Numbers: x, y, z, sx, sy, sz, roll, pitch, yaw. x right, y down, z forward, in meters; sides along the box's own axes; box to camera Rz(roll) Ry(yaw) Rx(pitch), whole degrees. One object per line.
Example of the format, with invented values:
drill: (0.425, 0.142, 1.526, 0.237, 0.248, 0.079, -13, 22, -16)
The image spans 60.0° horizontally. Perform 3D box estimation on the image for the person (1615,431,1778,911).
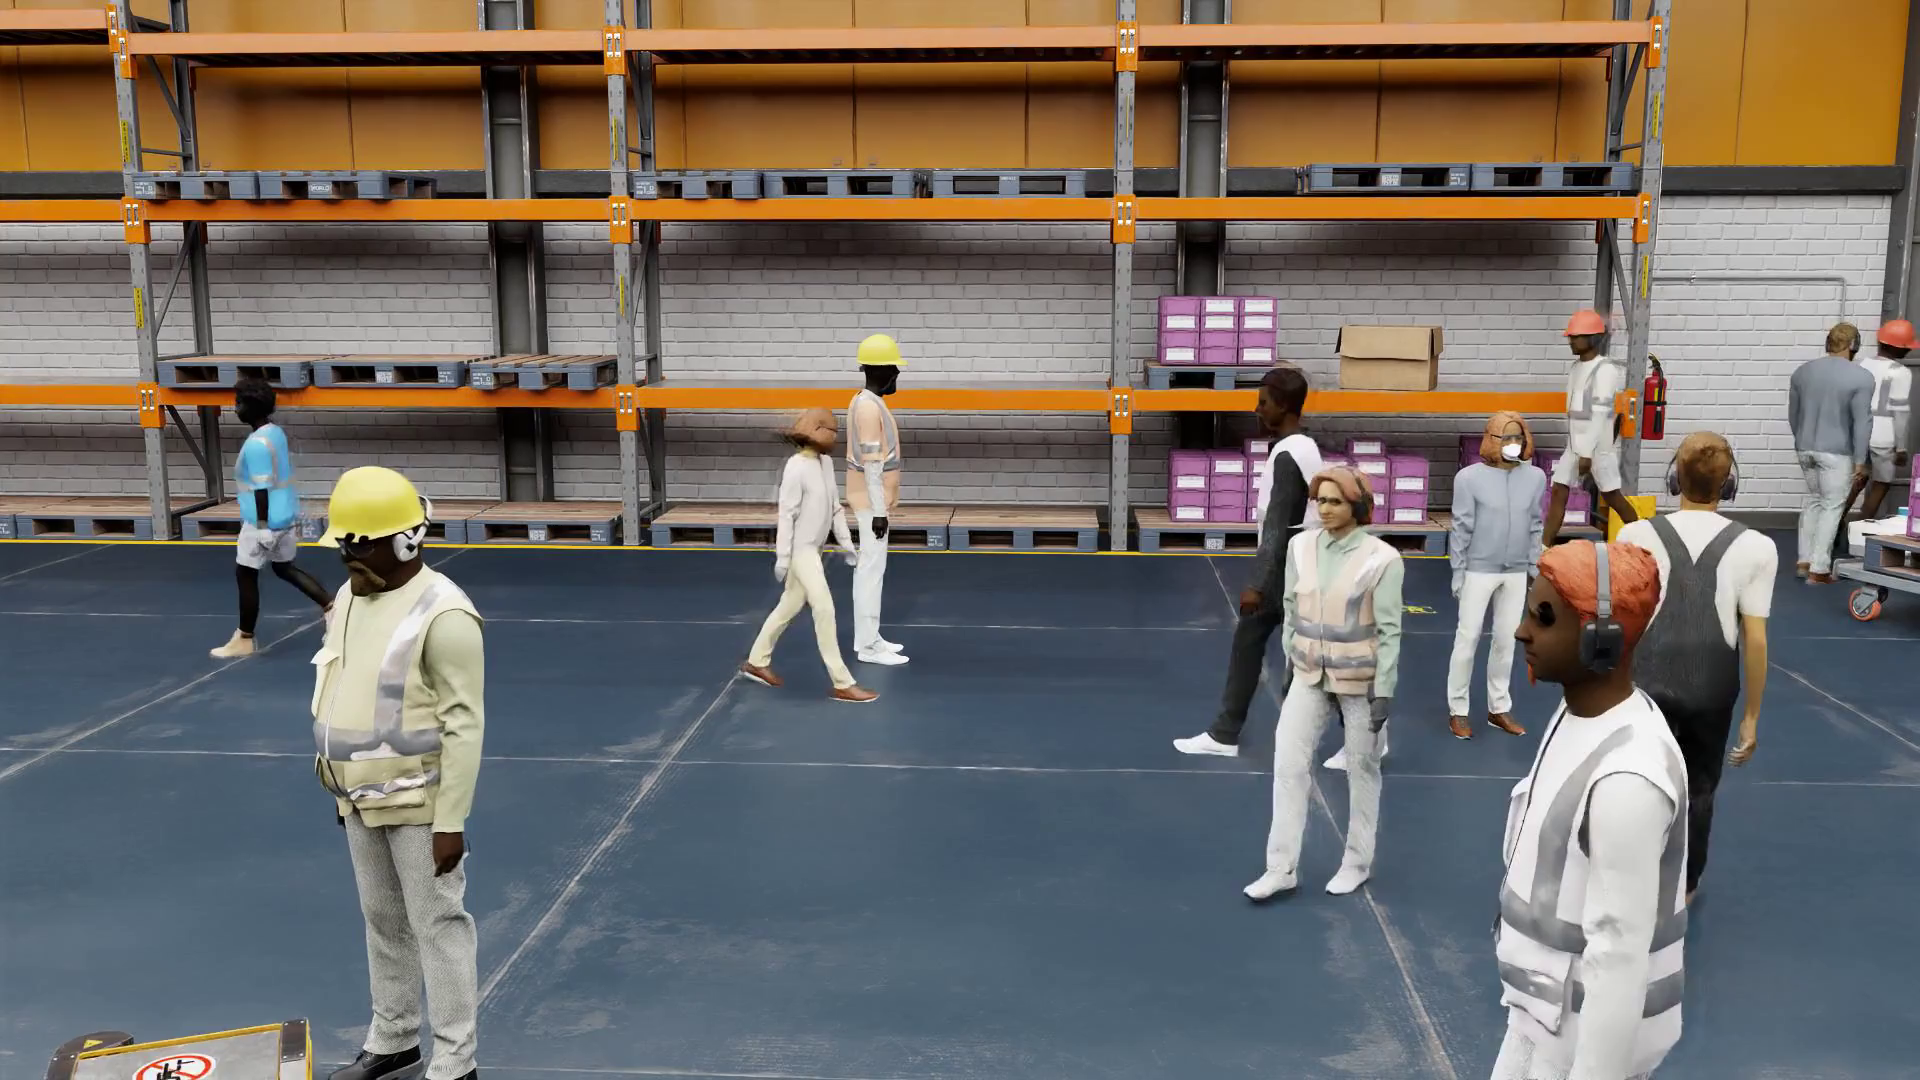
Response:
person: (2.466, 0.521, 5.704, 0.537, 1.791, 0.973, 4, 11, 23)

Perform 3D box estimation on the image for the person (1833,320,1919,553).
person: (7.240, -0.805, 13.224, 0.393, 1.887, 0.664, -3, 10, -15)

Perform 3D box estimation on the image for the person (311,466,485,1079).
person: (-1.555, 0.698, 4.587, 0.586, 1.825, 0.403, 8, 12, 37)

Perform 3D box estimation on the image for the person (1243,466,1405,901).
person: (1.320, 0.545, 6.056, 0.540, 1.614, 0.674, 10, 14, 44)

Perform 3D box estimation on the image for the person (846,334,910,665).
person: (-0.488, -0.237, 9.761, 0.366, 1.927, 0.585, -1, 10, -6)

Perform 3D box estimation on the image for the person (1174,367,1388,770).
person: (1.546, 0.140, 7.723, 0.983, 1.878, 0.603, 2, 10, 9)

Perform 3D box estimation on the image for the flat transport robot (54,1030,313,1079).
flat transport robot: (-1.947, 1.558, 4.089, 0.652, 0.197, 1.431, -4, 10, -20)

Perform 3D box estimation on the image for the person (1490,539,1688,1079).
person: (1.200, 0.918, 3.153, 0.519, 1.872, 0.595, 2, 10, 14)

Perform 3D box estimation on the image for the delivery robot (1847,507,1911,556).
delivery robot: (6.861, 0.002, 12.099, 0.477, 0.478, 0.707, -6, 11, -31)

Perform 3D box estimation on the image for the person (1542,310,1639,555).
person: (4.763, -0.724, 12.463, 1.120, 1.992, 0.629, -1, 10, -7)

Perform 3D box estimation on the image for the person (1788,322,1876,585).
person: (6.318, -0.623, 12.124, 0.406, 1.929, 0.650, -5, 11, -26)

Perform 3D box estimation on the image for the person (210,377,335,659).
person: (-4.079, -0.137, 9.889, 0.742, 1.676, 0.539, -1, 10, -5)

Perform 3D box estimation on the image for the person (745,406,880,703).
person: (-0.842, 0.059, 9.026, 0.851, 1.585, 0.498, 3, 10, 16)

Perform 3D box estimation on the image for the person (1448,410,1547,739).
person: (2.656, 0.171, 8.229, 0.503, 1.632, 0.274, -2, 10, -12)
